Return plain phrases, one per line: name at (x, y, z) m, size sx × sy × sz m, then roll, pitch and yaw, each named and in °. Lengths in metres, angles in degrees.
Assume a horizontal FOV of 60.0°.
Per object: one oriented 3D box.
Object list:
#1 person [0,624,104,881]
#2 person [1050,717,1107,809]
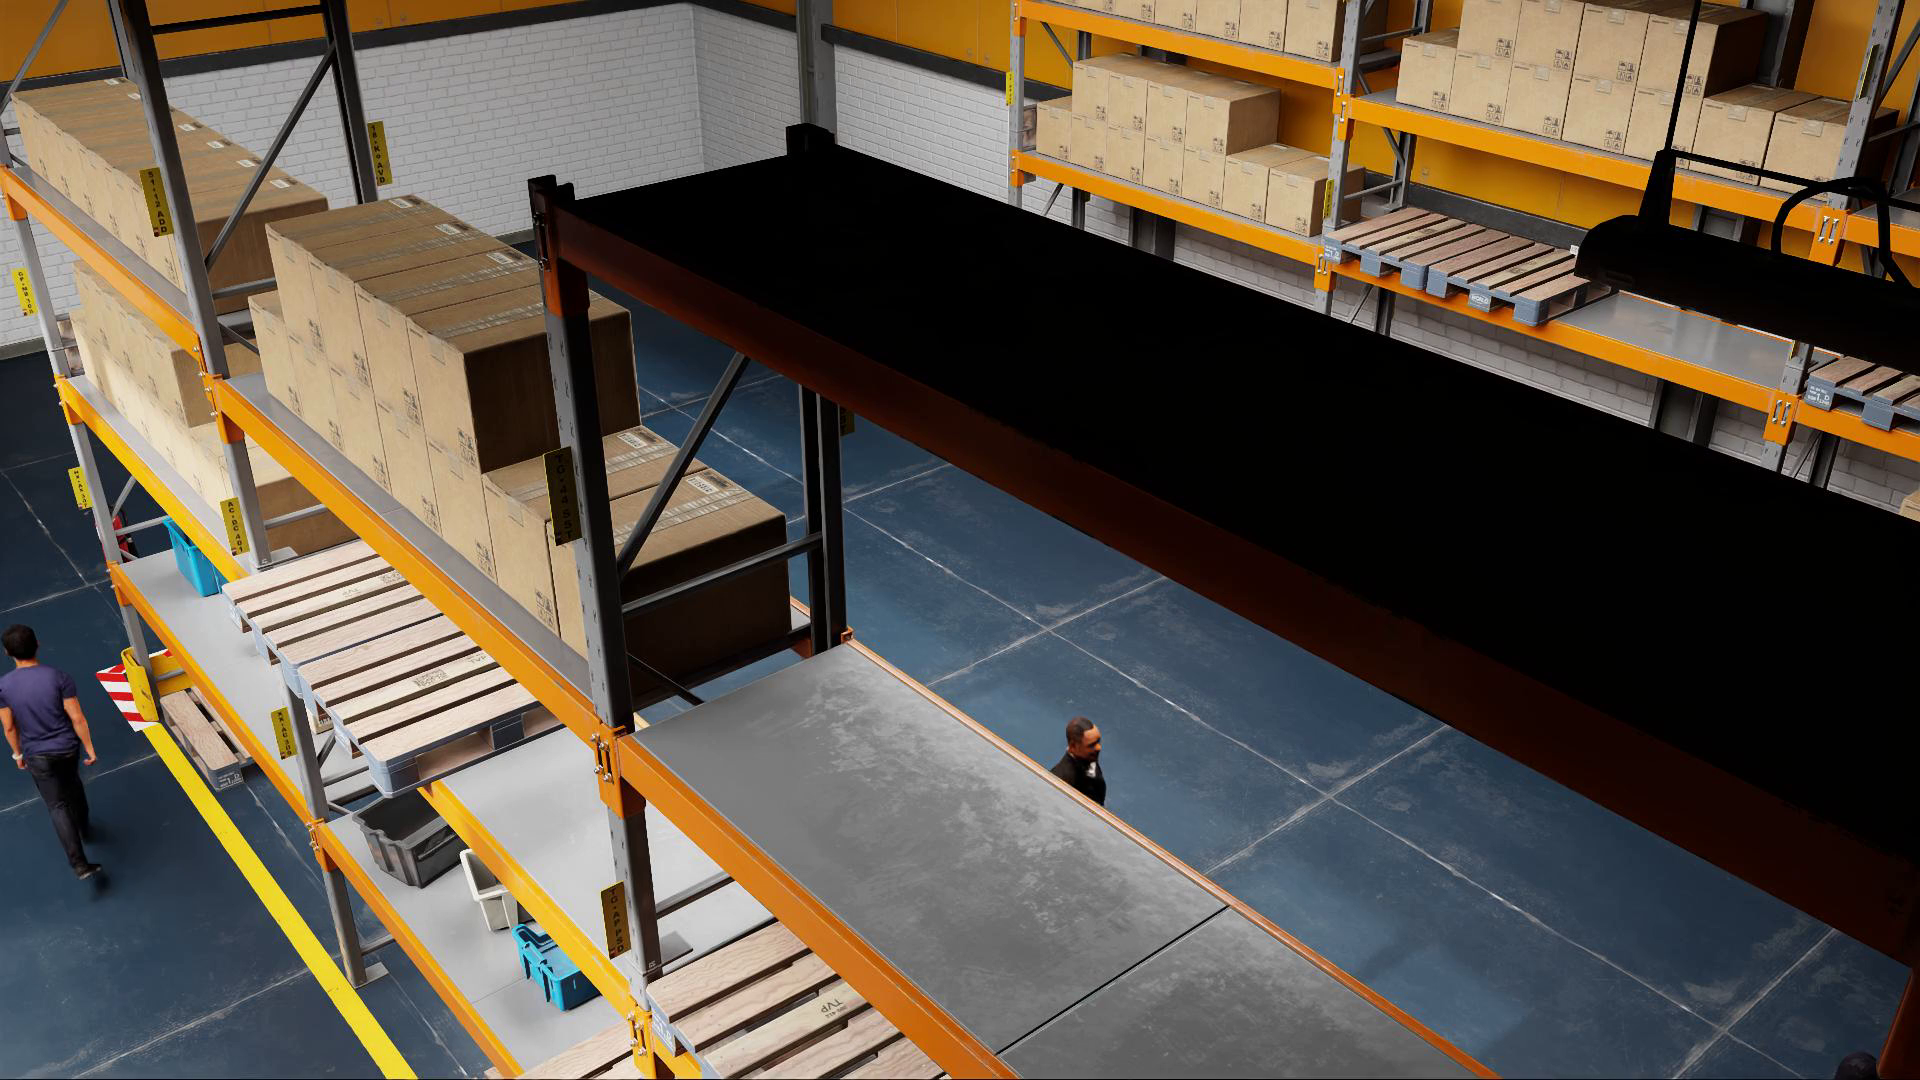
person at (-5.972, 1.452, 10.957) m, size 0.726 × 1.736 × 1.170 m, roll -16°, pitch 32°, yaw -27°
person at (0.581, 1.858, 10.084) m, size 1.358 × 1.861 × 1.014 m, roll 16°, pitch 33°, yaw 27°
